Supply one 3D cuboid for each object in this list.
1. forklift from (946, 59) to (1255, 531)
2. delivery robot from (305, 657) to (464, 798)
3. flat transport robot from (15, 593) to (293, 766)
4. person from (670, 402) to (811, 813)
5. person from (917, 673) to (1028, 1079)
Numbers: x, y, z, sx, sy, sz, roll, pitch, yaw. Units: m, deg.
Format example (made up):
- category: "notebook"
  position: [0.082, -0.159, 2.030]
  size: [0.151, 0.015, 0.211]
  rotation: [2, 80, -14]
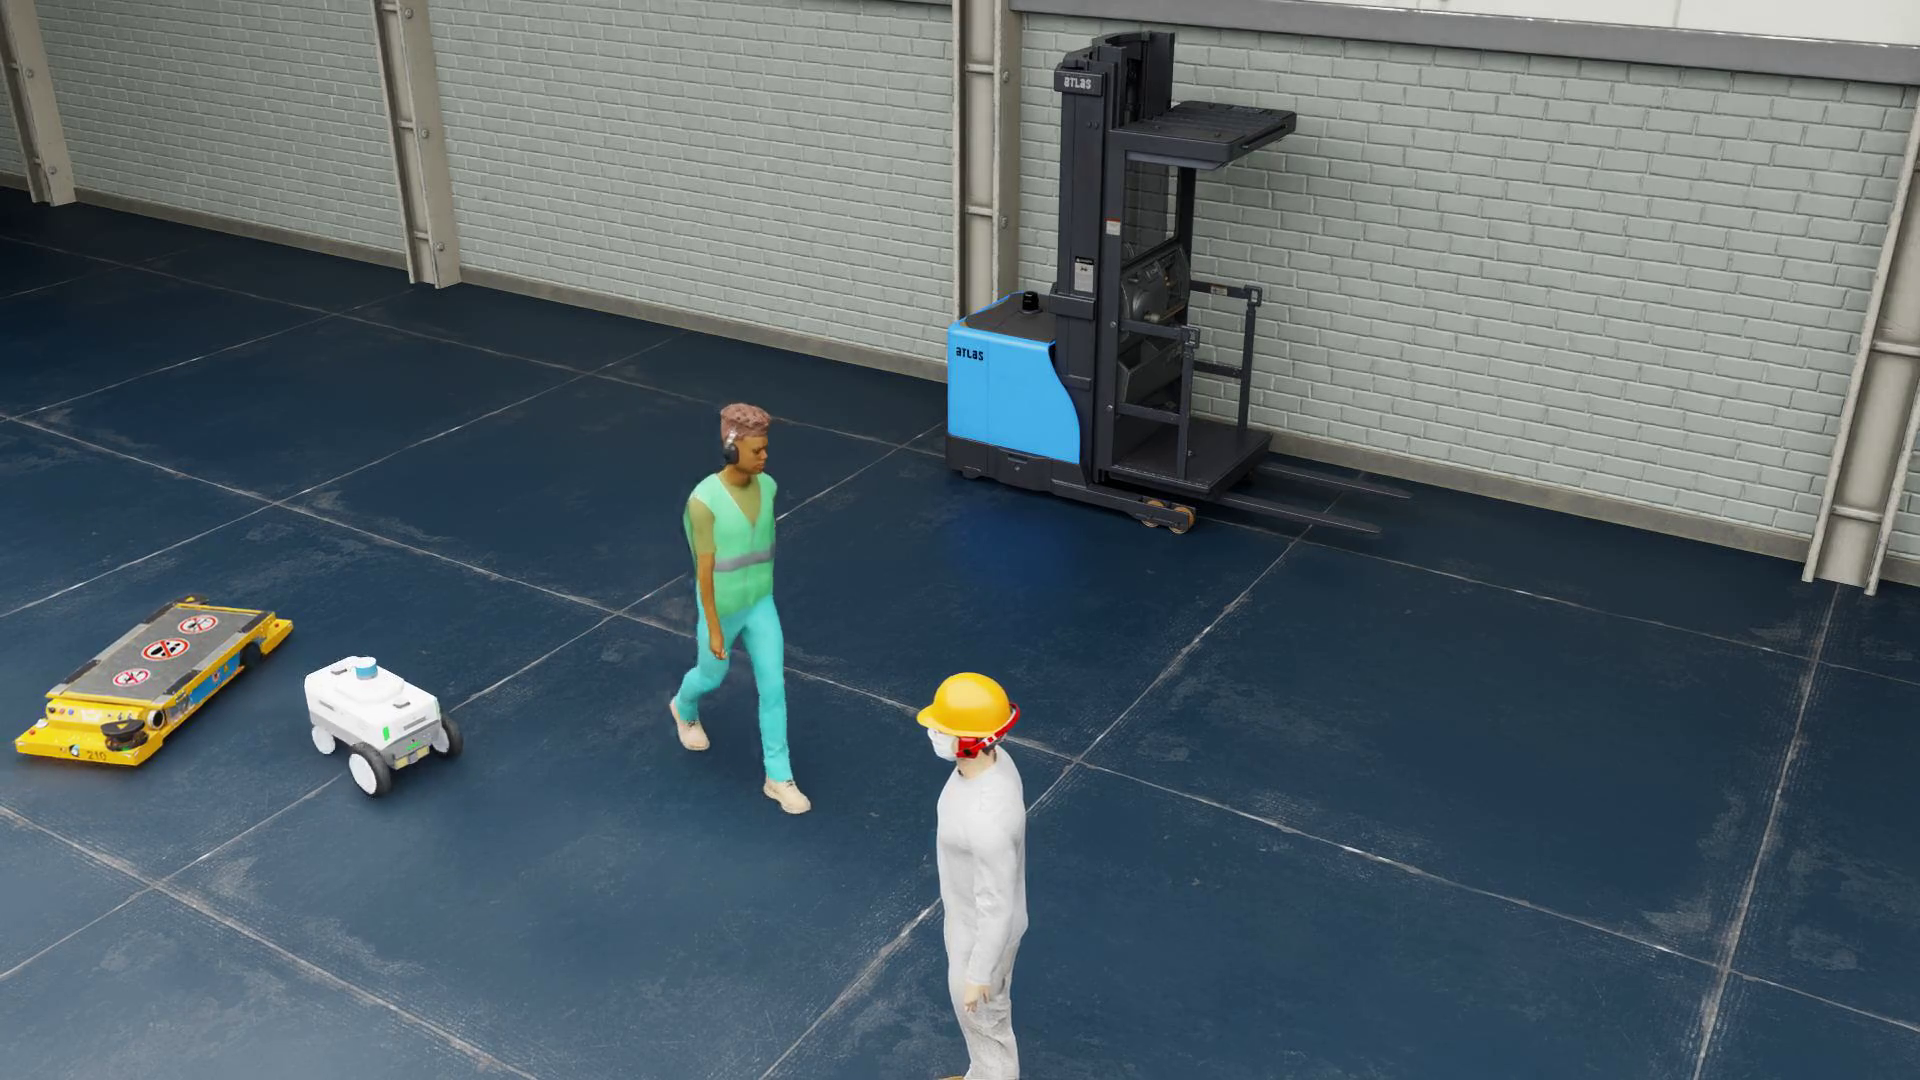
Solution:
- category: "forklift"
  position: [0.933, -1.707, 10.833]
  size: [1.873, 2.768, 1.129]
  rotation: [15, 29, 28]
- category: "delivery robot"
  position: [-2.851, 0.855, 8.109]
  size: [0.790, 0.589, 0.499]
  rotation: [18, 31, 34]
- category: "flat transport robot"
  position: [-4.202, 0.710, 8.756]
  size: [0.659, 0.231, 1.431]
  rotation: [5, 26, 9]
- category: "person"
  position: [-1.069, 0.262, 7.761]
  size: [0.503, 1.935, 0.984]
  rotation: [-20, 32, -36]
- category: "person"
  position: [0.044, 1.291, 5.627]
  size: [0.371, 1.893, 0.588]
  rotation: [-1, 25, -3]
